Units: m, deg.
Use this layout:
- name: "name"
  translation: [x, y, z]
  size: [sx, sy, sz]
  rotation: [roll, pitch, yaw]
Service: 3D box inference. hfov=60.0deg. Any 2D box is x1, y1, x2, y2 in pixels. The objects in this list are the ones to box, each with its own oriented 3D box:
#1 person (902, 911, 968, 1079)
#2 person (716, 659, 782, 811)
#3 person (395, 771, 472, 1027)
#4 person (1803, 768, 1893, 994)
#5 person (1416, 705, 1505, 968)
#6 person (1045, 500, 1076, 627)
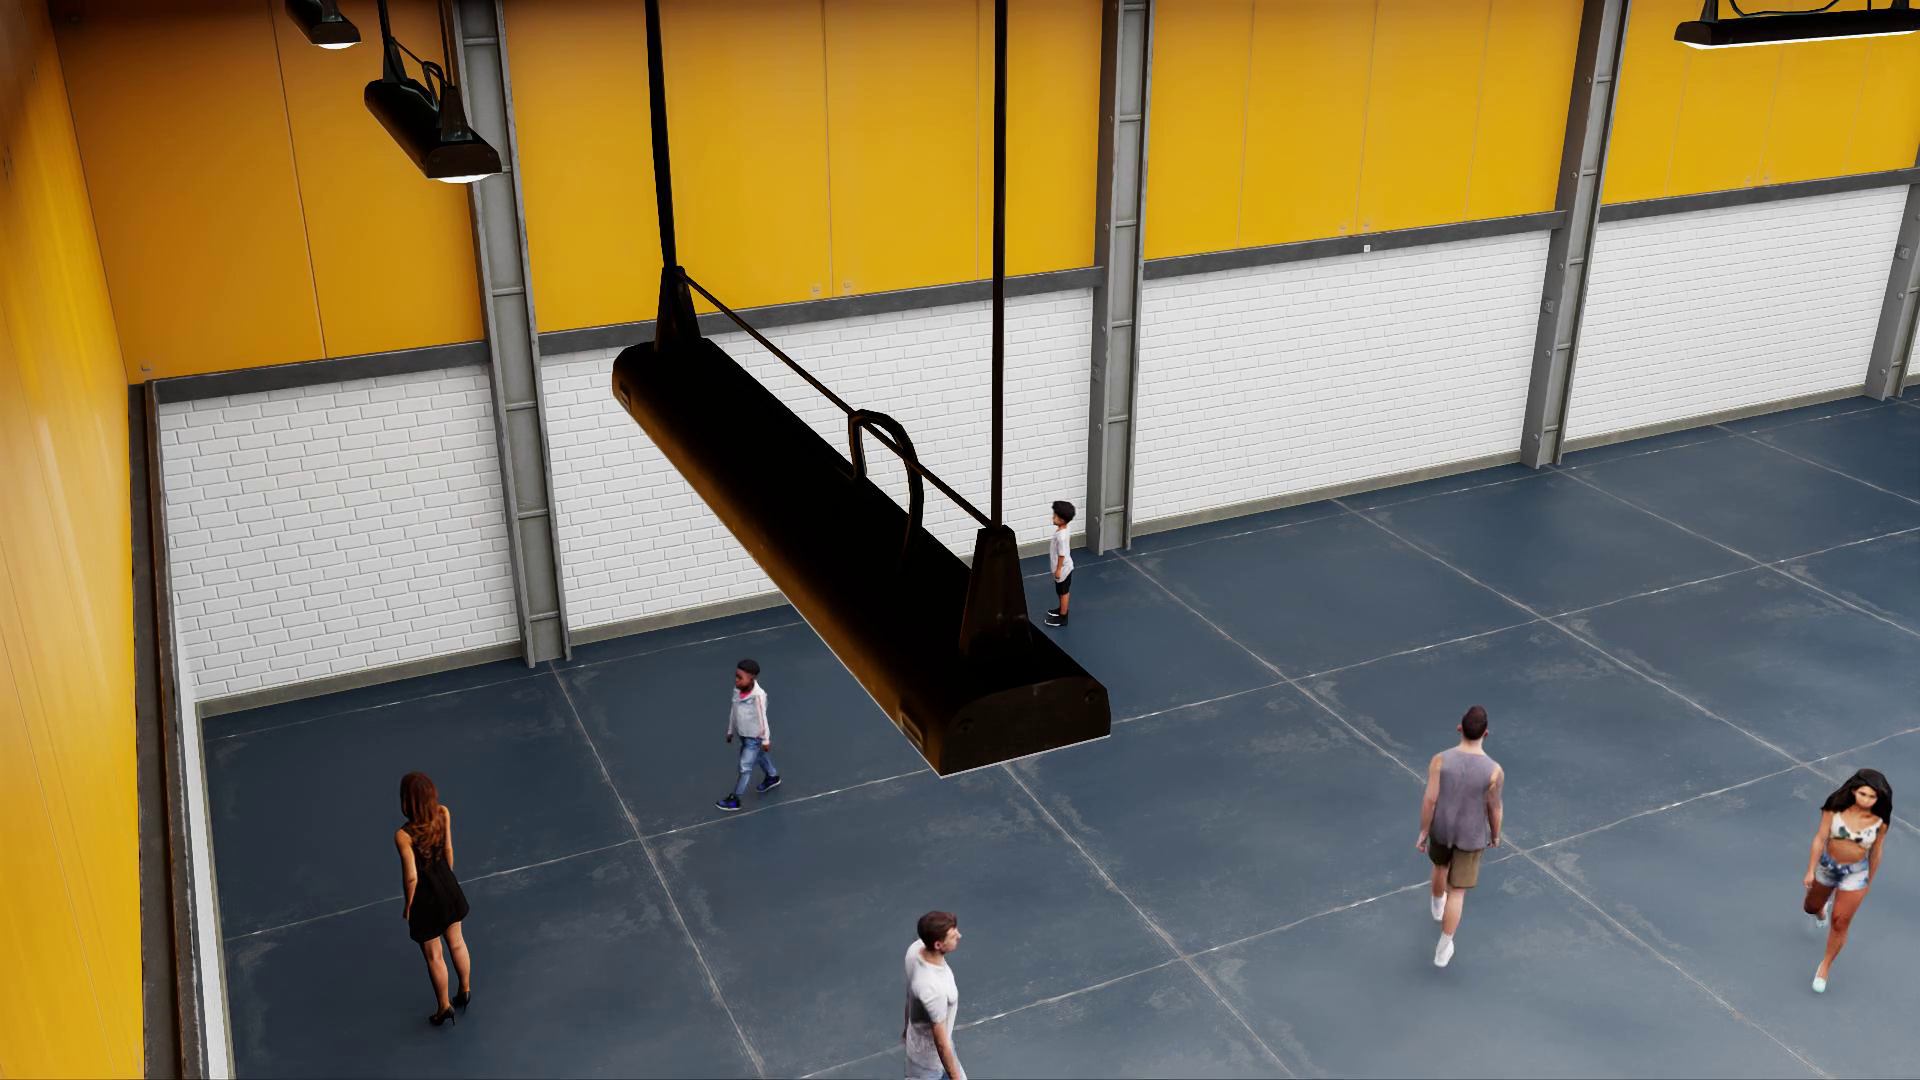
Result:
- name: "person"
  translation: [-0.266, 2.861, 9.201]
  size: [1.222, 1.801, 0.906]
  rotation: [-4, 24, -9]
- name: "person"
  translation: [-1.588, 1.487, 13.062]
  size: [0.920, 1.225, 0.645]
  rotation: [-19, 30, -36]
- name: "person"
  translation: [-3.328, 2.268, 10.515]
  size: [0.723, 1.835, 0.634]
  rotation: [13, 27, 27]
- name: "person"
  translation: [5.808, 2.187, 10.987]
  size: [0.851, 1.605, 0.994]
  rotation: [13, 27, 28]
- name: "person"
  translation: [3.245, 1.979, 10.921]
  size: [1.008, 1.819, 1.110]
  rotation: [10, 26, 22]
- name: "person"
  translation: [0.978, 0.212, 15.938]
  size: [0.616, 1.258, 0.574]
  rotation: [4, 24, 10]
